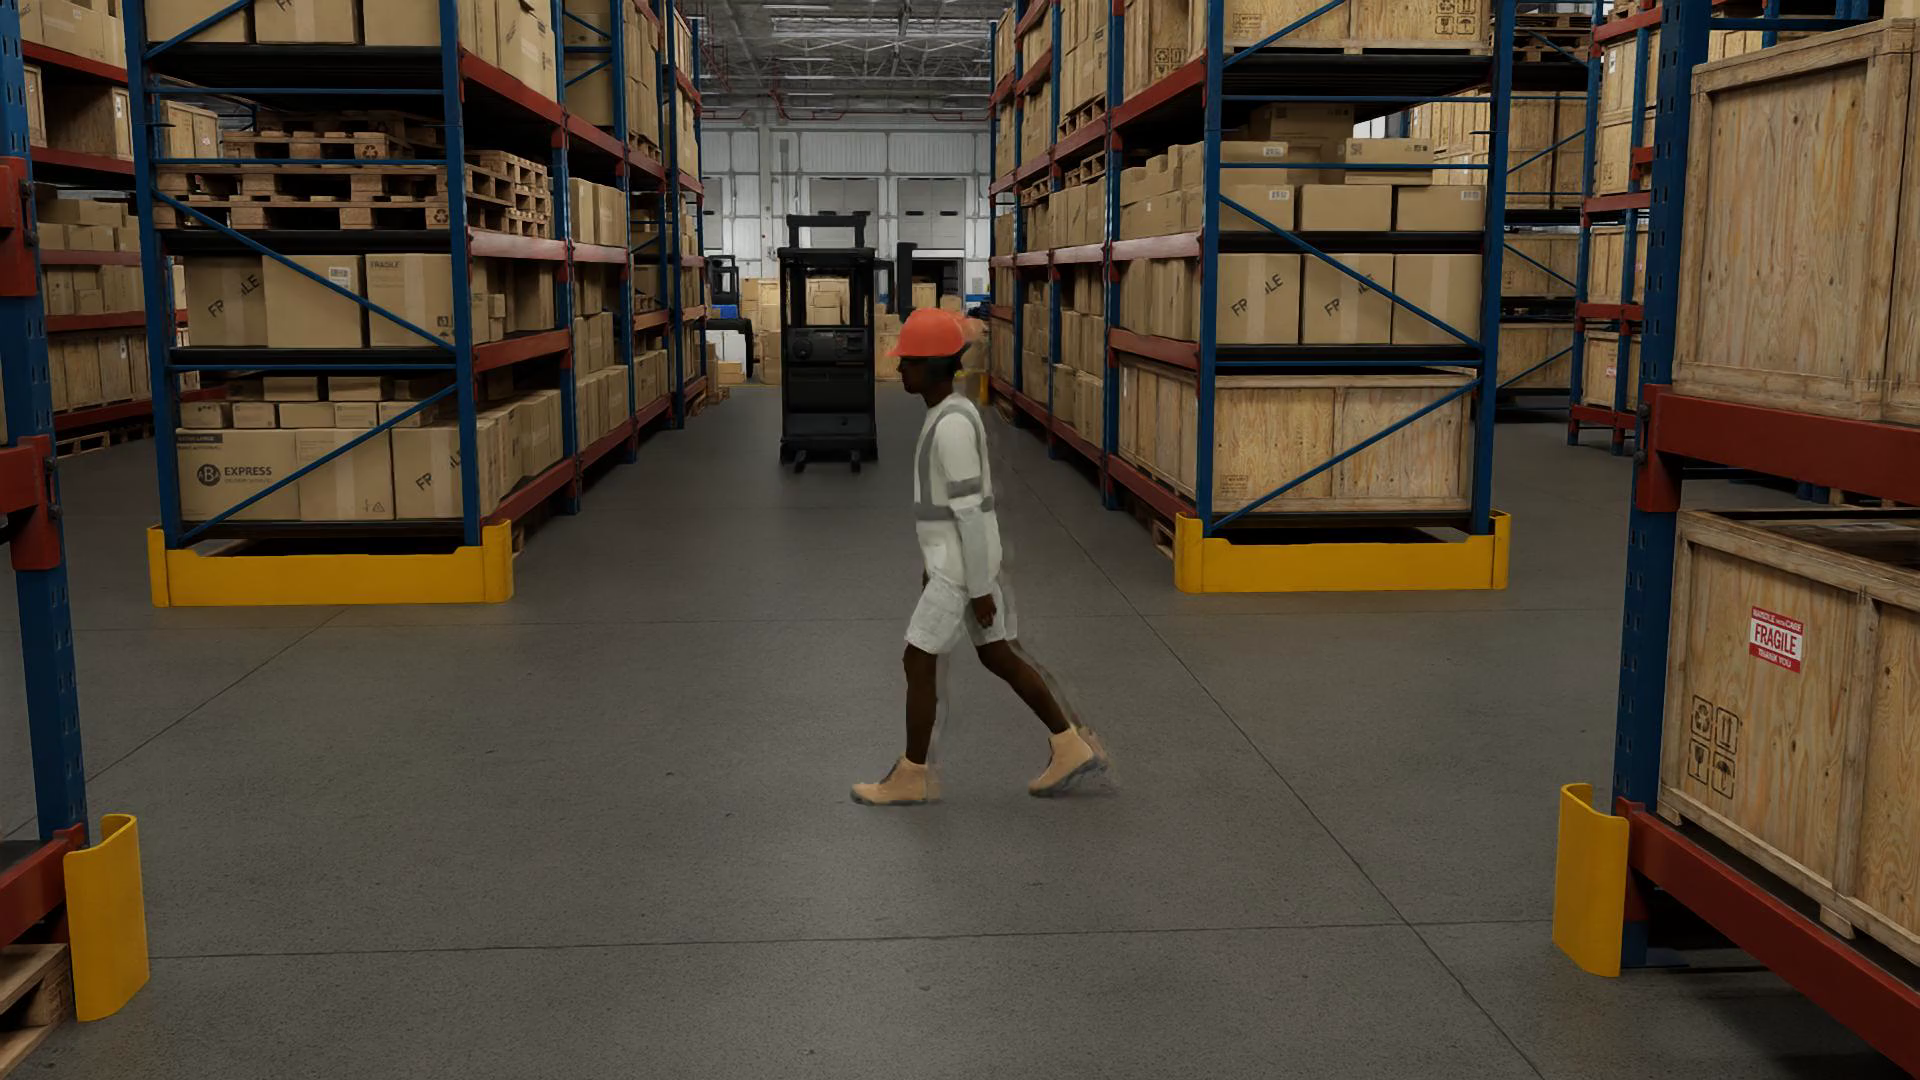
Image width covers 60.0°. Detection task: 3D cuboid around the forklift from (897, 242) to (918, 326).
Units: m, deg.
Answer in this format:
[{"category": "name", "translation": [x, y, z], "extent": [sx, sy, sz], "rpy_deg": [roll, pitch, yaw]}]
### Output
[{"category": "forklift", "translation": [-1.194, -5.155, 36.697], "extent": [1.873, 2.768, 1.129], "rpy_deg": [-1, 9, -5]}]

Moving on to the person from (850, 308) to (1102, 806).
[{"category": "person", "translation": [0.095, 0.080, 6.611], "extent": [0.990, 2.007, 0.614], "rpy_deg": [1, 9, 3]}]

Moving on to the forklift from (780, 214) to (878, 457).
[{"category": "forklift", "translation": [-1.567, -2.456, 19.751], "extent": [1.129, 2.768, 1.873], "rpy_deg": [-1, 9, -4]}]

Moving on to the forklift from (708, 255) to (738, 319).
[{"category": "forklift", "translation": [-8.312, -8.585, 58.236], "extent": [1.129, 2.768, 1.873], "rpy_deg": [-1, 9, -4]}]

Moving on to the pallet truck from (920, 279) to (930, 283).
[{"category": "pallet truck", "translation": [-0.932, -8.922, 63.114], "extent": [1.885, 1.965, 0.823], "rpy_deg": [2, 9, 13]}]

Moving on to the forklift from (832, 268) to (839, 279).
[{"category": "forklift", "translation": [-3.984, -8.555, 58.051], "extent": [1.129, 2.768, 1.873], "rpy_deg": [-5, 10, -30]}]
